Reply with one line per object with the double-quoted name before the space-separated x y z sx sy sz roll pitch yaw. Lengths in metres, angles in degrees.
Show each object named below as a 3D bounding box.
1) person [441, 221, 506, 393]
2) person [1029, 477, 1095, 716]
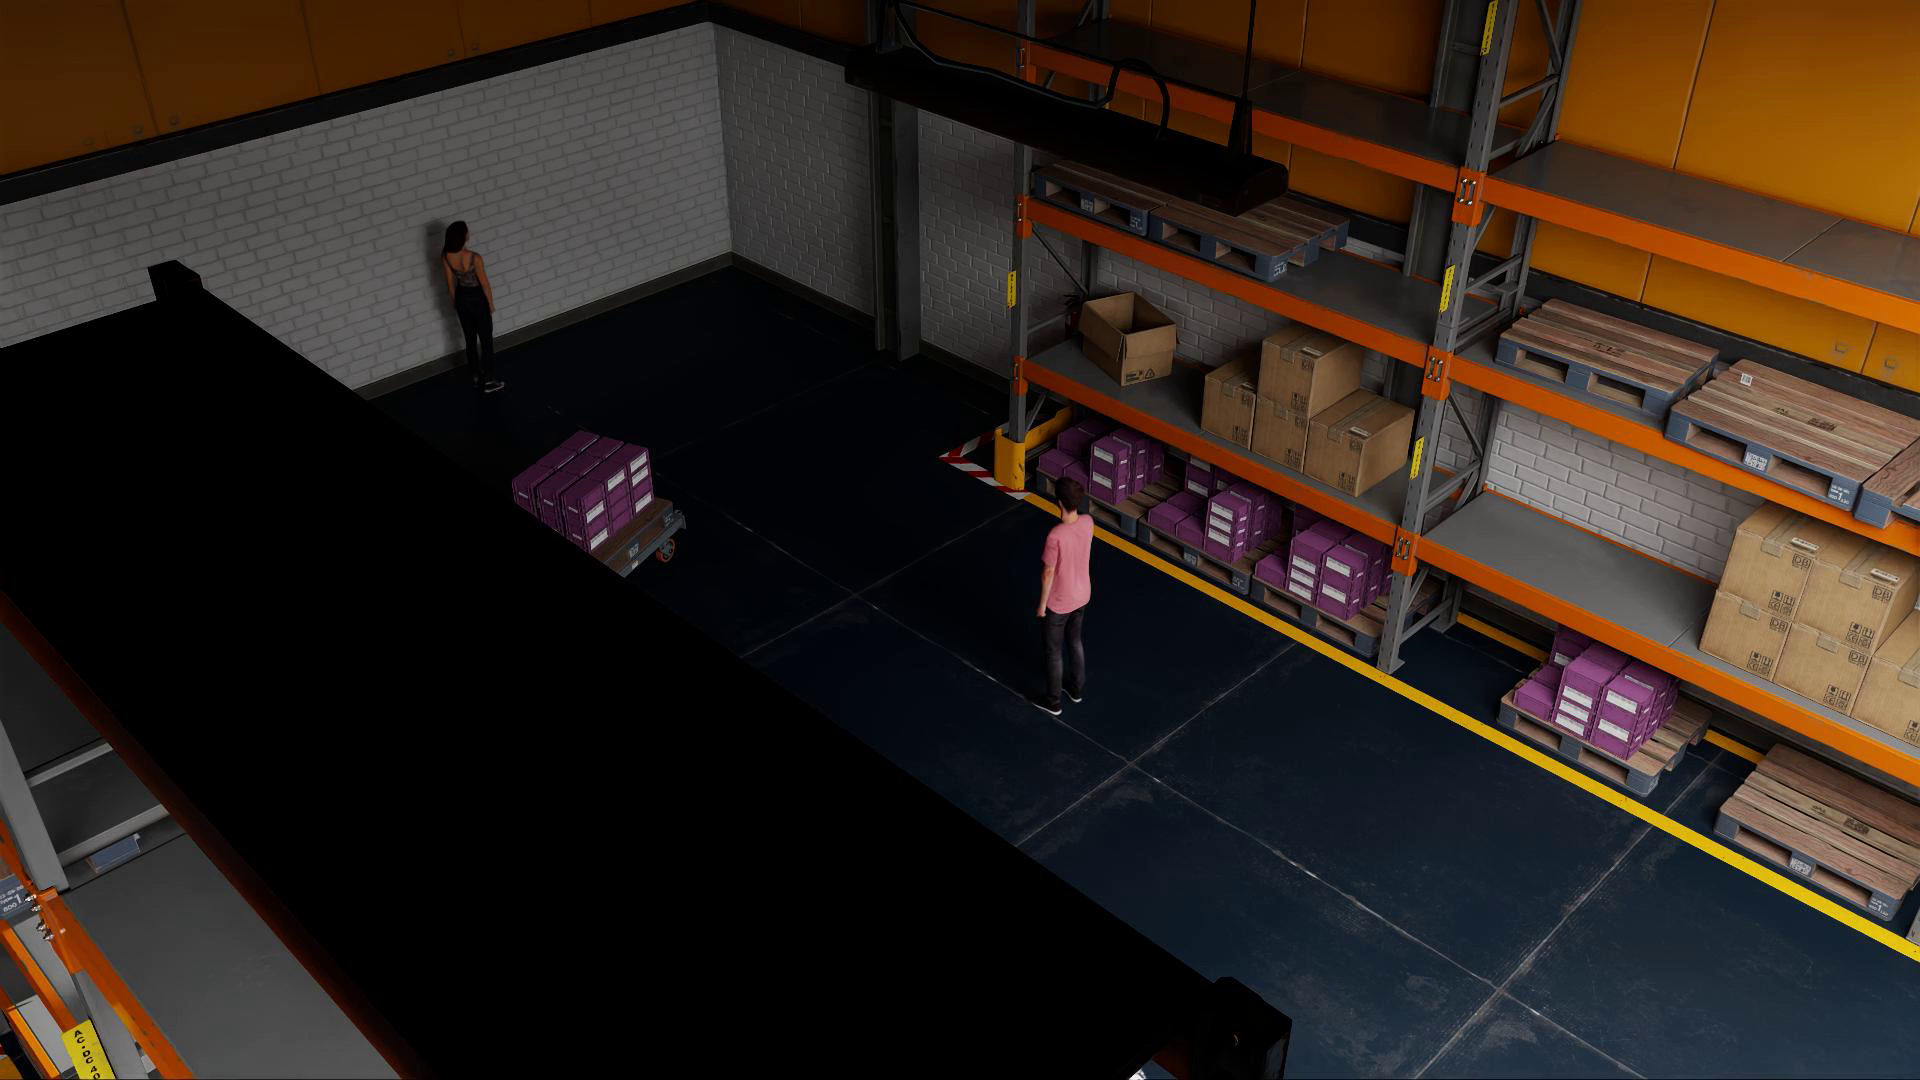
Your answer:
"person" -4.841 -2.317 16.480 0.686 1.776 0.780 8 34 12
"person" 0.778 0.418 12.201 0.542 1.958 0.621 29 43 36
